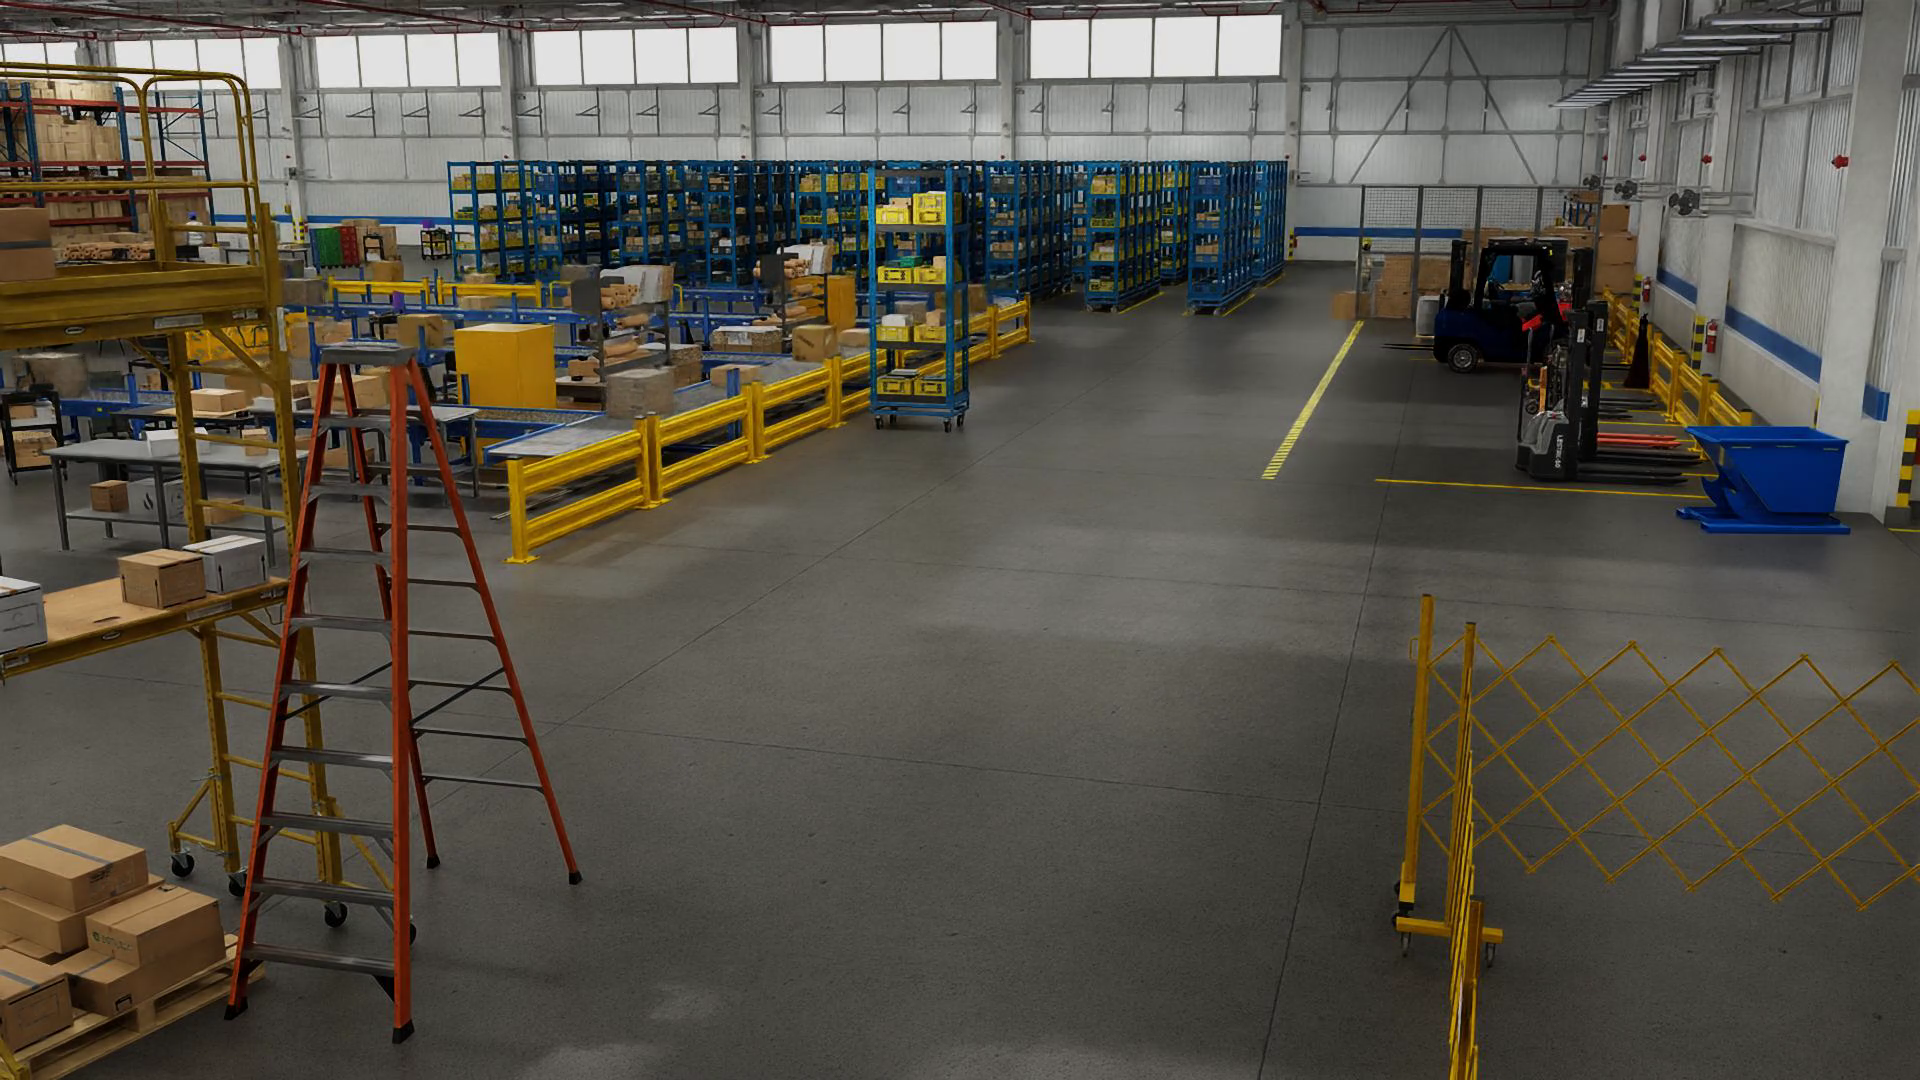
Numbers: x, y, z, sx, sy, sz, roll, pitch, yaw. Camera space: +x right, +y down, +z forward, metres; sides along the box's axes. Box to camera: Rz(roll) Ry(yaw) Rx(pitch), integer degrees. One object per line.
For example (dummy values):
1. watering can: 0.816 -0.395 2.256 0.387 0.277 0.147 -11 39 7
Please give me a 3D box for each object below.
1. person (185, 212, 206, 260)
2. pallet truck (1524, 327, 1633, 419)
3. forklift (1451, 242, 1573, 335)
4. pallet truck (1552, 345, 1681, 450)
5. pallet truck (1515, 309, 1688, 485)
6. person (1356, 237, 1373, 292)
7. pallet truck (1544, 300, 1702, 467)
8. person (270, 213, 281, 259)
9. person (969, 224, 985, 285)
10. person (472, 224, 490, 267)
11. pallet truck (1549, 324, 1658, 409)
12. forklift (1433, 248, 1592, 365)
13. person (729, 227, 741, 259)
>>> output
1. person: -25.186 -9.843 54.871 0.642 1.919 0.789 -3 13 -12
2. pallet truck: 9.065 -2.460 24.370 1.522 1.261 0.704 3 13 14
3. forklift: 10.464 -4.597 31.405 2.680 1.987 1.157 4 14 16
4. pallet truck: 8.641 -1.896 21.908 1.630 1.274 0.653 4 14 16
5. pallet truck: 7.554 -1.677 19.446 1.885 1.965 0.823 3 13 14
6. person: 9.833 -6.453 40.468 0.404 1.824 0.586 10 17 38
7. pallet truck: 8.263 -1.952 20.631 1.885 1.965 0.823 5 14 20
8. person: -25.022 -11.051 60.604 0.503 1.692 0.918 -12 18 -42
9. person: 0.497 -8.179 47.893 0.454 1.827 0.605 4 14 16
10. person: -14.602 -8.896 50.849 0.652 1.913 0.405 10 17 38
11. pallet truck: 9.824 -2.669 25.407 1.601 1.201 0.680 4 14 16
12. forklift: 9.780 -4.111 29.280 2.680 1.987 1.157 3 13 14
13. person: -7.119 -9.207 51.975 0.386 1.992 0.625 12 18 42
